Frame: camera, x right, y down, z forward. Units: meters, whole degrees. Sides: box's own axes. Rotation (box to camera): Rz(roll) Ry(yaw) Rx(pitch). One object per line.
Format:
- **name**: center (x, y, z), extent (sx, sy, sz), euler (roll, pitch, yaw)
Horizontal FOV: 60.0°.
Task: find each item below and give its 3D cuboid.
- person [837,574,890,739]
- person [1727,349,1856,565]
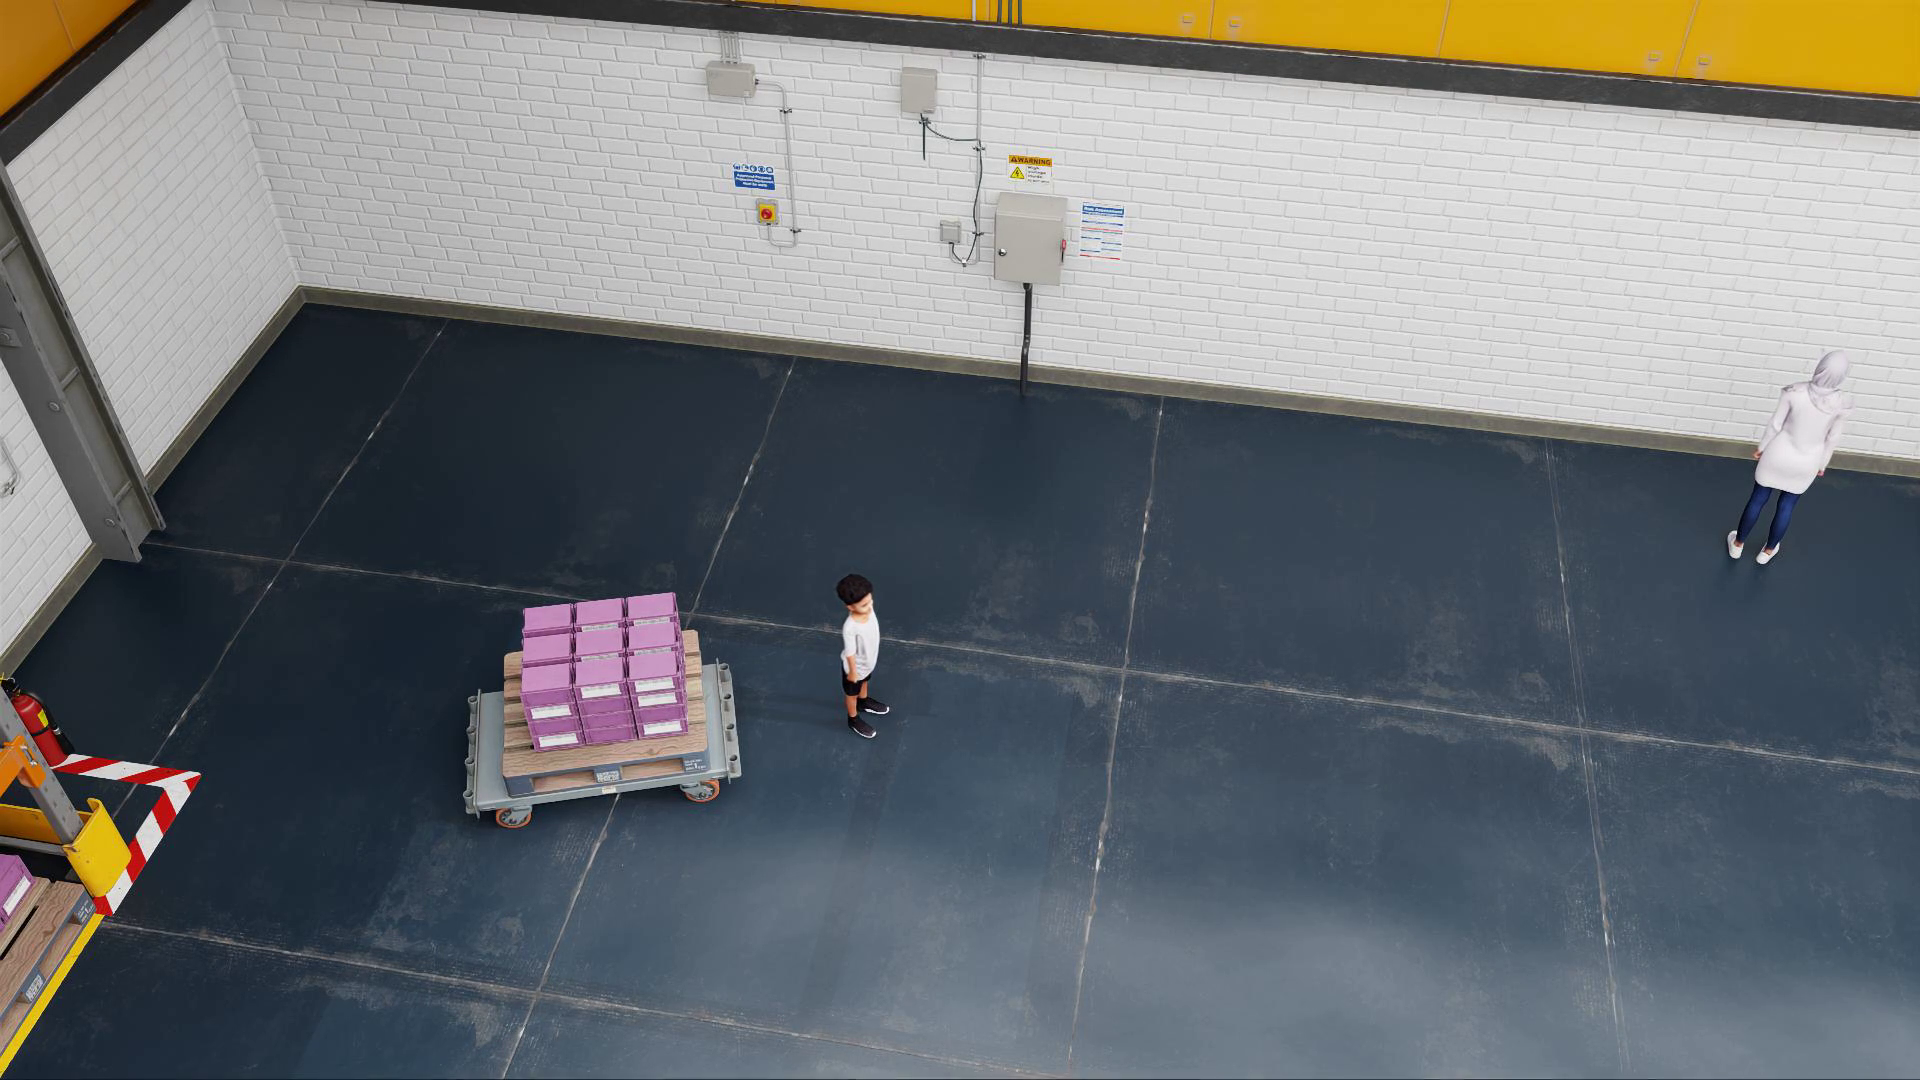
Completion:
- **person**: center (-0.628, 0.694, 10.379), extent (0.594, 1.260, 0.487), euler (17, 46, 17)
- **person**: center (5.656, -0.554, 11.314), extent (0.666, 1.776, 0.617), euler (19, 47, 19)
